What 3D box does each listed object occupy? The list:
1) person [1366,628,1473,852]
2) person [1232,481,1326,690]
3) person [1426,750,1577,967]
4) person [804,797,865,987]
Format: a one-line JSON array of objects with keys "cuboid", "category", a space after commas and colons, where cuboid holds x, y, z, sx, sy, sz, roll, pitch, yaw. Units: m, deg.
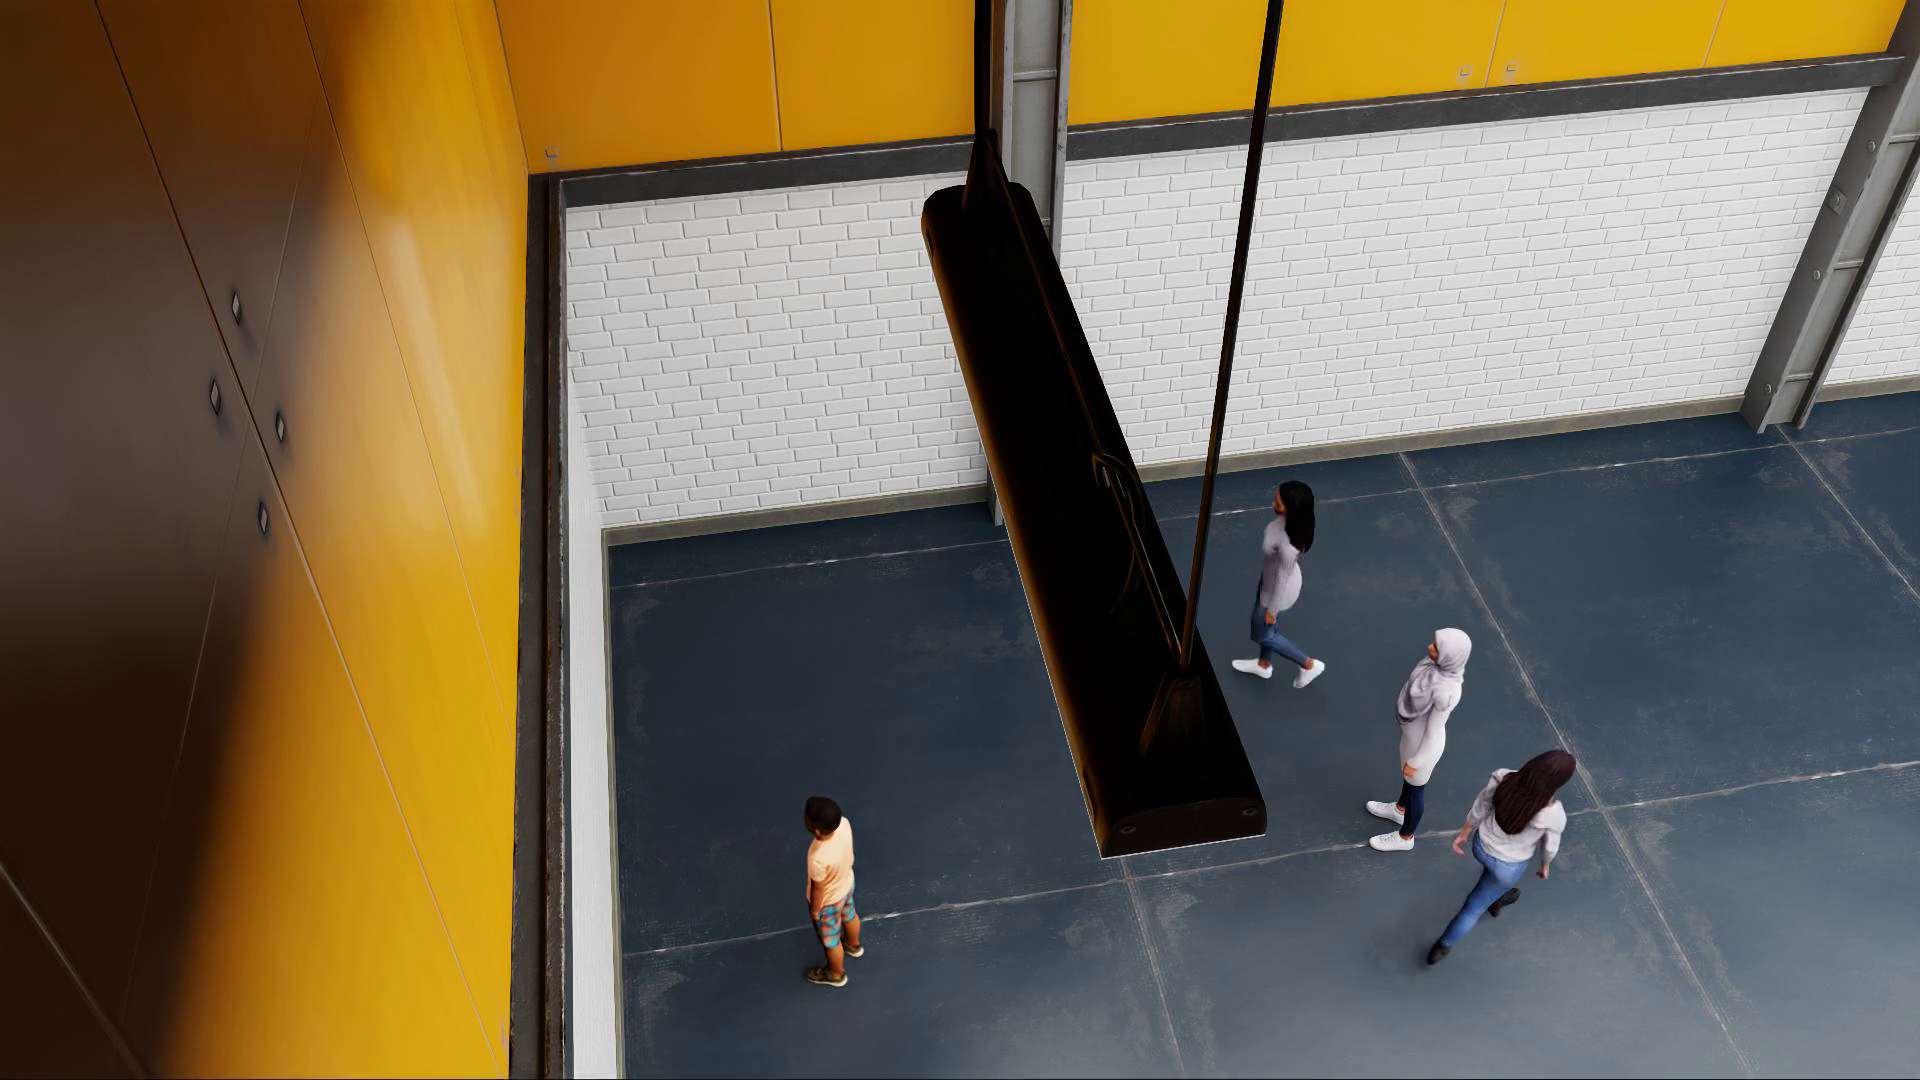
[{"cuboid": [2.643, 1.136, 9.499, 0.645, 1.776, 0.676, 7, 44, 8], "category": "person"}, {"cuboid": [2.085, 0.332, 10.381, 0.926, 1.723, 0.803, 11, 45, 12], "category": "person"}, {"cuboid": [2.847, 1.756, 8.995, 1.095, 1.573, 0.908, -34, 53, -31], "category": "person"}, {"cuboid": [-0.684, 1.872, 8.957, 0.623, 1.459, 0.593, 17, 46, 17], "category": "person"}]
